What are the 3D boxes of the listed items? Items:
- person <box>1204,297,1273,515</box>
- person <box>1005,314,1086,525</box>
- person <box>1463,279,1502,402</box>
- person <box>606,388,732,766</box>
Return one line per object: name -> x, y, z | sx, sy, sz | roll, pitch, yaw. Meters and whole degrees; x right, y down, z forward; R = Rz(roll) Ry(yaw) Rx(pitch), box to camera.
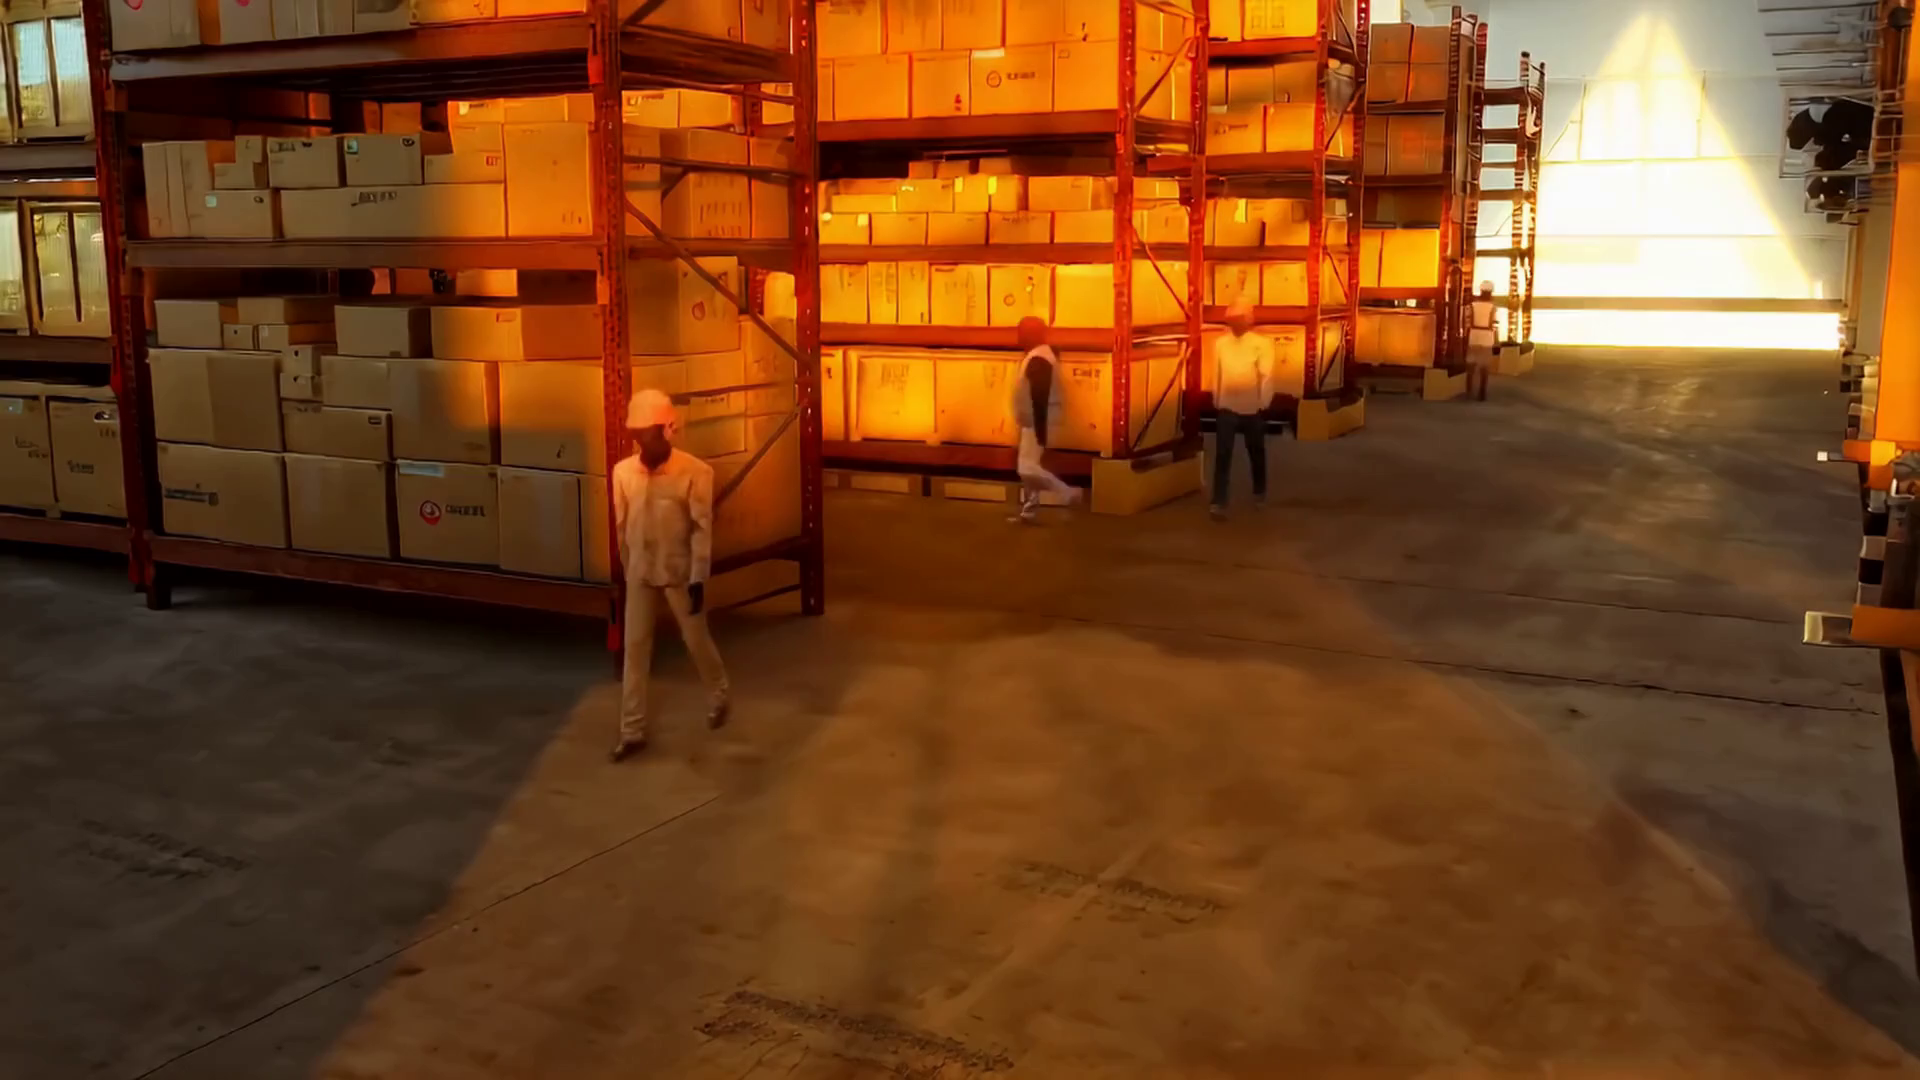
person -> 2.545, -1.216, 15.008 | 0.622, 1.951, 1.015 | 6, 11, 30
person -> 0.715, -0.995, 14.087 | 0.598, 1.827, 0.630 | 1, 10, 4
person -> 8.152, -3.107, 26.006 | 0.577, 1.923, 0.533 | 6, 11, 30
person -> -1.374, 0.132, 7.843 | 0.556, 1.718, 0.867 | 3, 10, 17
